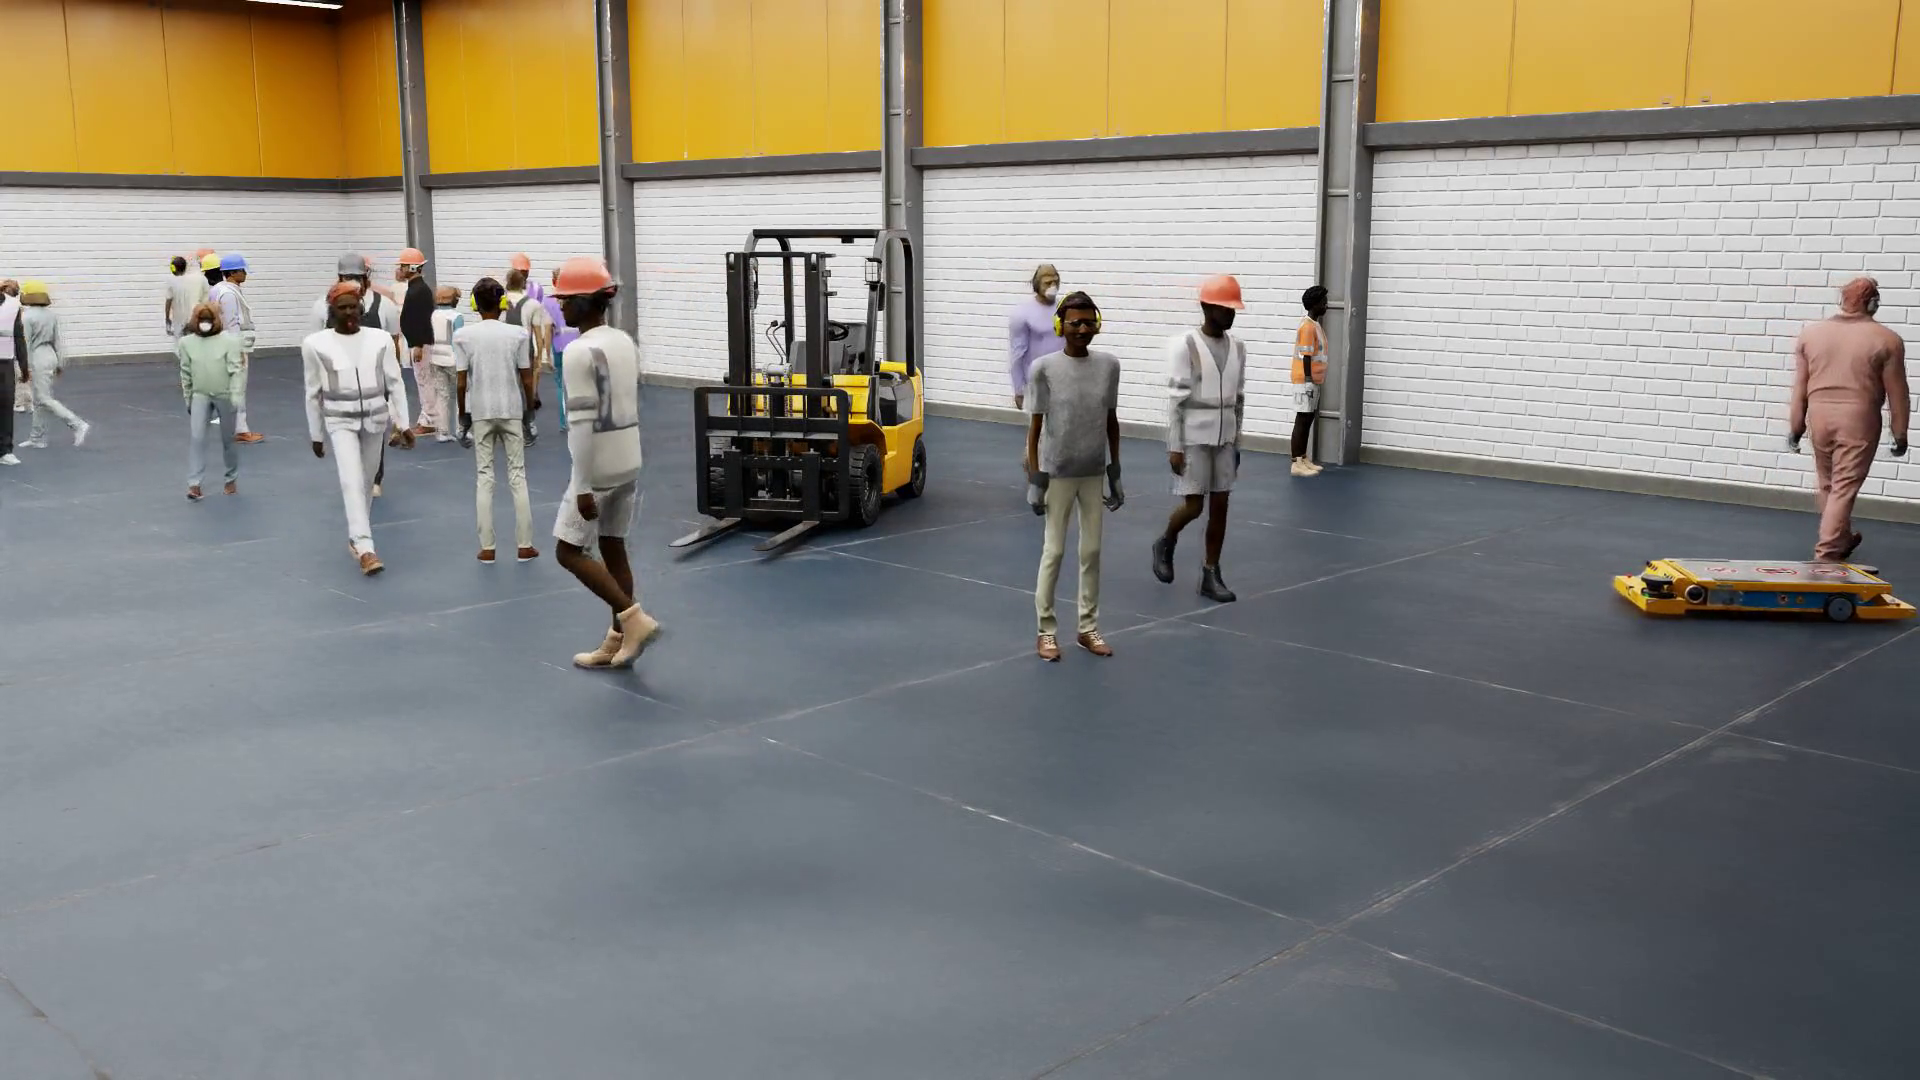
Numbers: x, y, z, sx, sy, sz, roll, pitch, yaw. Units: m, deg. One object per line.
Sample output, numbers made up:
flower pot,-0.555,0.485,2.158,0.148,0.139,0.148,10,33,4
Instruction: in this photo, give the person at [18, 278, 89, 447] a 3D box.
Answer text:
person,-9.116,-1.757,16.603,0.766,1.715,0.497,1,10,6

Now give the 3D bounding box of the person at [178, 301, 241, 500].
person,-6.066,-1.118,13.462,0.493,1.596,0.800,-2,11,-11

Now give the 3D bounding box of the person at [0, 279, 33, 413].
person,-11.336,-2.307,19.913,0.609,1.611,0.326,8,13,36

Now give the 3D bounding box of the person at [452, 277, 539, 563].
person,-3.024,-0.775,10.855,0.518,1.865,0.326,-2,11,-13

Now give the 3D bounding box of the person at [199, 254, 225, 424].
person,-8.386,-2.278,18.893,0.373,1.921,0.585,-2,11,-9

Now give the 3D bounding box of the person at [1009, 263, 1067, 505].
person,0.656,-1.241,13.240,0.640,1.919,0.568,-6,12,-30

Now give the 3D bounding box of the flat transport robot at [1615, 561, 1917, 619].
flat transport robot,4.574,0.269,9.504,1.431,0.197,0.652,1,10,7

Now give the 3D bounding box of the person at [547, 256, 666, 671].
person,-1.714,-0.337,8.013,0.505,2.031,0.621,3,11,18

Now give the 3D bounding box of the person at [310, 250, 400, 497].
person,-4.987,-1.401,13.782,0.694,2.000,0.832,-3,11,-13

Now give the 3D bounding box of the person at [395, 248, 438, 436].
person,-5.783,-2.104,17.742,0.377,1.995,0.608,-4,11,-20

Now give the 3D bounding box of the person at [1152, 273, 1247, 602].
person,1.422,-0.601,9.754,0.547,1.916,0.576,-5,12,-27

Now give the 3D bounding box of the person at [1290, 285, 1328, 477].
person,3.109,-1.413,14.807,0.320,1.694,0.532,4,11,21

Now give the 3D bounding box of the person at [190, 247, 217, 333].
person,-10.332,-3.030,22.844,0.458,1.973,0.640,-3,11,-13

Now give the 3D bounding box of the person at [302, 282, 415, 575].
person,-3.874,-0.728,10.694,0.594,1.840,0.978,-7,13,-35

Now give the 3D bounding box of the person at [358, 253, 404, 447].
person,-5.922,-1.893,16.686,0.838,1.961,0.600,10,14,44

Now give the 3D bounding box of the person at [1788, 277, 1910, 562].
person,5.724,-0.729,10.615,0.942,1.859,0.660,-7,12,-33

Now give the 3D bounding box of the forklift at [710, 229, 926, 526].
forklift,-1.050,-1.319,12.920,1.214,2.155,2.313,2,11,13

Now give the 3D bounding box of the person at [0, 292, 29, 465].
person,-9.010,-1.647,15.484,0.448,1.907,0.625,8,13,38

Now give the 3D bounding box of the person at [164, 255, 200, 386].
person,-10.878,-3.059,23.368,0.629,1.850,0.525,8,13,37

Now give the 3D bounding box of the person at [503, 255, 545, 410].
person,-5.363,-2.545,20.436,0.568,1.881,0.976,-4,11,-21

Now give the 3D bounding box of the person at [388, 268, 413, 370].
person,-8.830,-3.546,26.617,0.521,1.621,0.601,2,11,11

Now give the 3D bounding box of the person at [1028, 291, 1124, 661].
person,0.586,-0.319,8.390,0.518,1.863,0.334,-4,11,-19

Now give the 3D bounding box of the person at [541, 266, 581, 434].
person,-4.113,-1.998,17.683,0.598,1.813,0.786,-6,12,-28

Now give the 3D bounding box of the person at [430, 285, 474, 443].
person,-5.237,-1.809,17.141,0.523,1.619,0.455,7,12,32

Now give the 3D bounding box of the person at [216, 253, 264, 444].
person,-7.430,-1.966,17.108,0.380,1.951,0.604,-4,11,-22

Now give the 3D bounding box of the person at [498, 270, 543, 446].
person,-4.559,-1.885,17.187,0.514,1.763,0.984,-1,10,-6
